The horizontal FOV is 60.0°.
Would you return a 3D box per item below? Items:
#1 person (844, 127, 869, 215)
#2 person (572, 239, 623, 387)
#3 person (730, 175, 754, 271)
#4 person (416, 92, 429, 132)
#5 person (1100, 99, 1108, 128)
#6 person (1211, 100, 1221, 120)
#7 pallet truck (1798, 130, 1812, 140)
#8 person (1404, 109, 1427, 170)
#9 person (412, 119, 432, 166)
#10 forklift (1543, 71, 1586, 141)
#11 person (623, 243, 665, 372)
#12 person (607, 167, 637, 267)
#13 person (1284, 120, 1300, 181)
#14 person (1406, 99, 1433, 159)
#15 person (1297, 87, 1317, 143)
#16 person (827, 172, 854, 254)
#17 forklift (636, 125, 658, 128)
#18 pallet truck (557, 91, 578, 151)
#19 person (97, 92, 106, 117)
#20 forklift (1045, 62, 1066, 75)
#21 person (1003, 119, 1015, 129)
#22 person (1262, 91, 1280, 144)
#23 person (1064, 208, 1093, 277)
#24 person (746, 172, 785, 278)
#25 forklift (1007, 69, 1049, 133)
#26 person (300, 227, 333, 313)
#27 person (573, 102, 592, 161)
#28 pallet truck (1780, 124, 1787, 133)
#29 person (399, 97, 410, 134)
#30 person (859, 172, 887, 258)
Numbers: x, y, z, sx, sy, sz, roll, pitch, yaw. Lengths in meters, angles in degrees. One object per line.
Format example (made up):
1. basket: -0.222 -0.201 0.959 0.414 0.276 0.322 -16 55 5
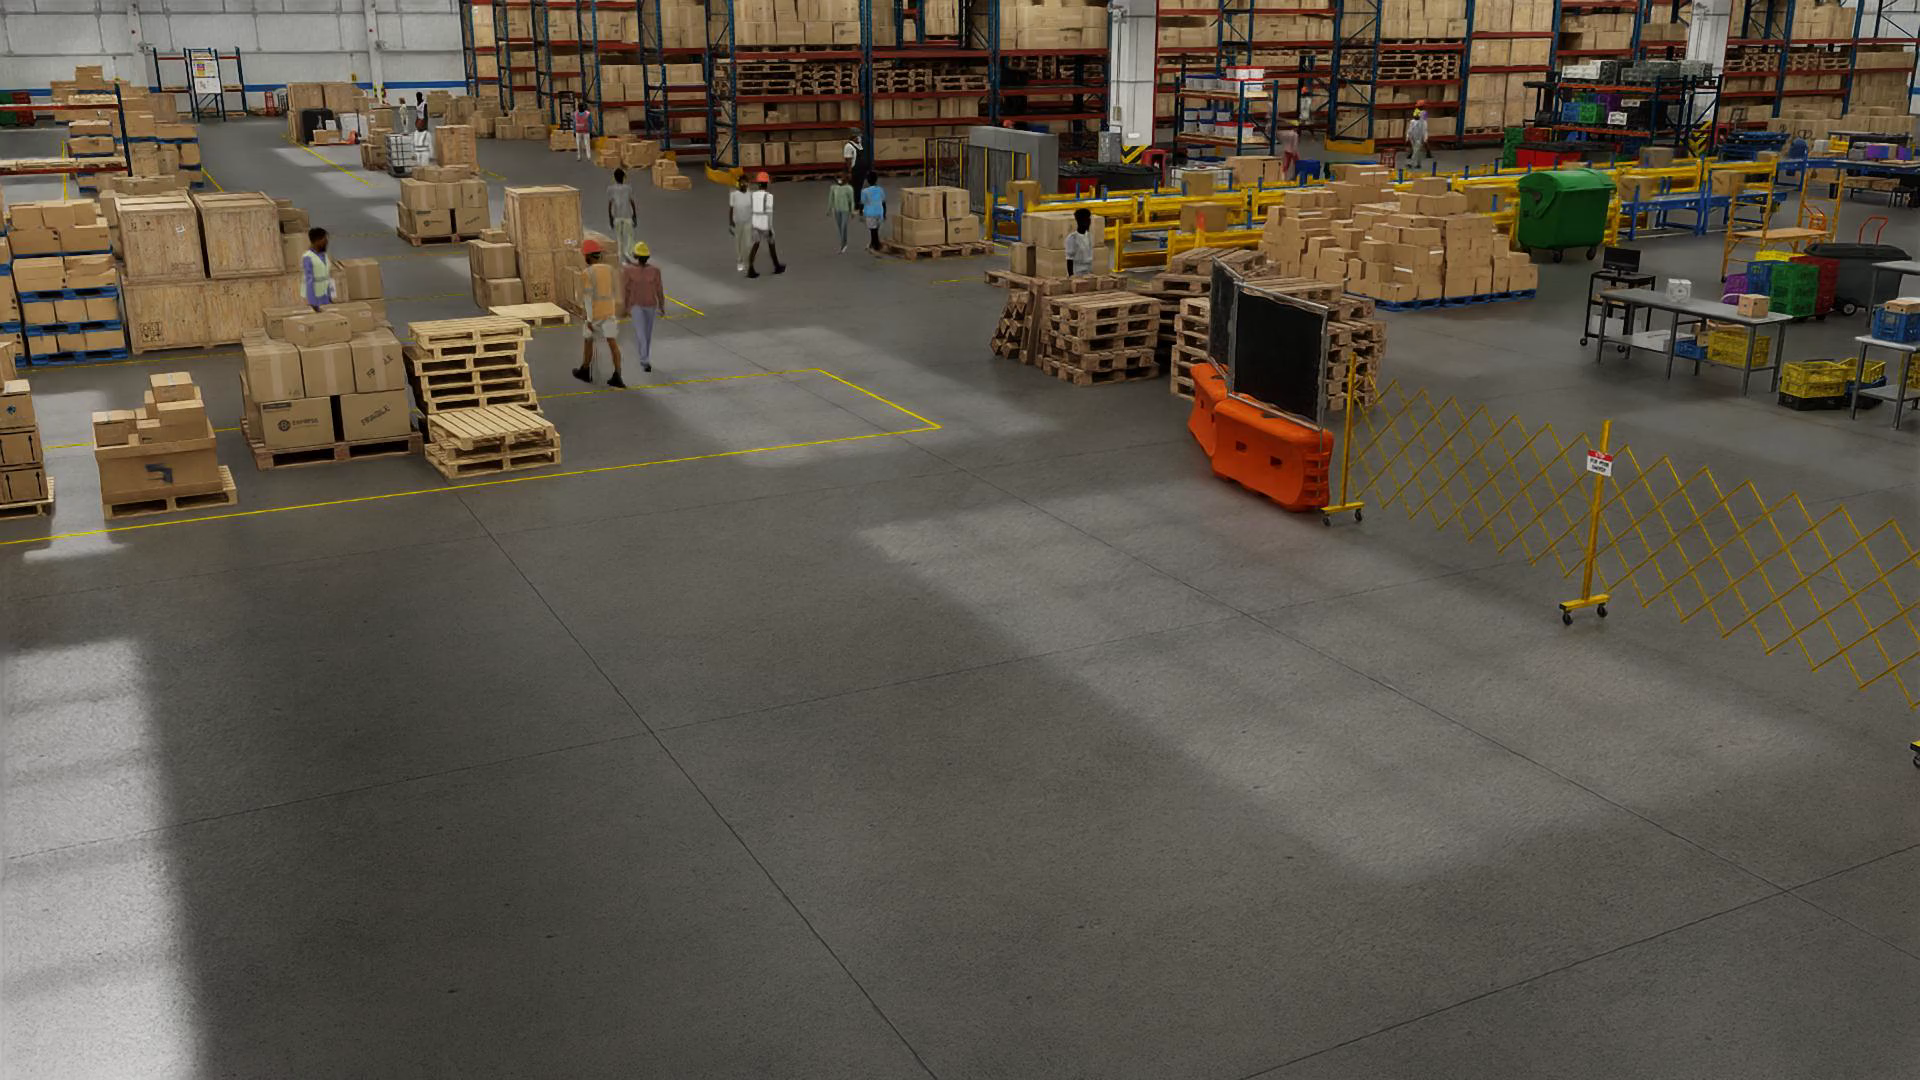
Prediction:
1. person: -2.428 -8.764 39.509 0.536 2.000 0.688 8 19 24
2. person: -4.755 -2.963 21.651 0.966 1.888 0.564 15 23 40
3. person: -4.018 -5.835 30.754 0.528 1.816 1.022 -4 18 -12
4. person: -18.853 -14.746 58.374 0.587 1.911 0.398 15 23 38
5. person: 5.968 -17.605 67.829 0.517 1.603 0.801 -5 19 -16
6. person: 9.237 -15.384 60.401 0.684 1.881 0.559 -14 23 -37
7. pallet truck: 25.526 -11.556 49.408 1.630 1.274 0.653 -9 20 -26
8. person: 13.801 -12.159 50.506 0.930 1.779 0.623 -13 22 -35
9. person: -14.535 -10.465 45.112 0.586 1.860 0.740 6 19 19
10. forklift: 18.685 -13.231 52.085 1.873 2.768 1.129 -9 20 -26
11. person: -4.243 -3.134 22.439 0.536 1.722 0.883 -8 19 -23
12. person: -6.398 -6.118 31.549 0.548 1.859 0.385 -2 18 -6
13. person: 9.330 -10.831 46.438 0.691 1.745 0.536 -7 19 -22
14. person: 15.020 -13.354 54.063 0.955 1.904 0.559 -9 20 -25
15. person: 12.599 -15.449 60.432 1.011 2.006 0.620 -7 19 -21
16. person: -2.389 -6.618 33.529 0.512 1.605 0.731 6 19 19
17. forklift: -13.297 -18.107 67.284 1.873 2.768 1.129 -9 20 -26
18. pallet truck: -13.495 -14.412 57.188 0.823 1.965 1.885 -3 18 -9
19. person: -33.064 -16.503 64.354 0.504 1.593 0.842 6 19 18
20. forklift: 3.864 -18.208 67.600 1.129 2.768 1.873 -10 20 -27
21. person: 1.546 -10.152 44.028 0.987 1.935 0.654 -1 18 -4
22. person: 11.146 -15.206 59.891 0.995 1.850 0.665 -1 18 -3
23. person: 1.767 -3.874 24.383 0.367 1.967 0.604 13 22 34
24. person: -3.604 -5.757 30.411 0.544 1.891 0.992 9 20 27
25. forklift: 1.868 -13.748 53.696 1.873 2.768 1.129 -9 20 -26
26. person: -8.797 -3.326 22.768 0.406 1.911 0.656 1 18 3
27. person: -12.065 -13.043 53.172 0.627 1.844 0.429 -1 18 -2
28. pallet truck: 25.206 -12.542 52.601 1.601 1.201 0.680 0 18 -2
29. person: -20.043 -15.127 59.996 0.311 1.638 0.523 -7 19 -21
30. person: -1.734 -6.418 32.805 0.544 1.643 0.913 -10 20 -28
